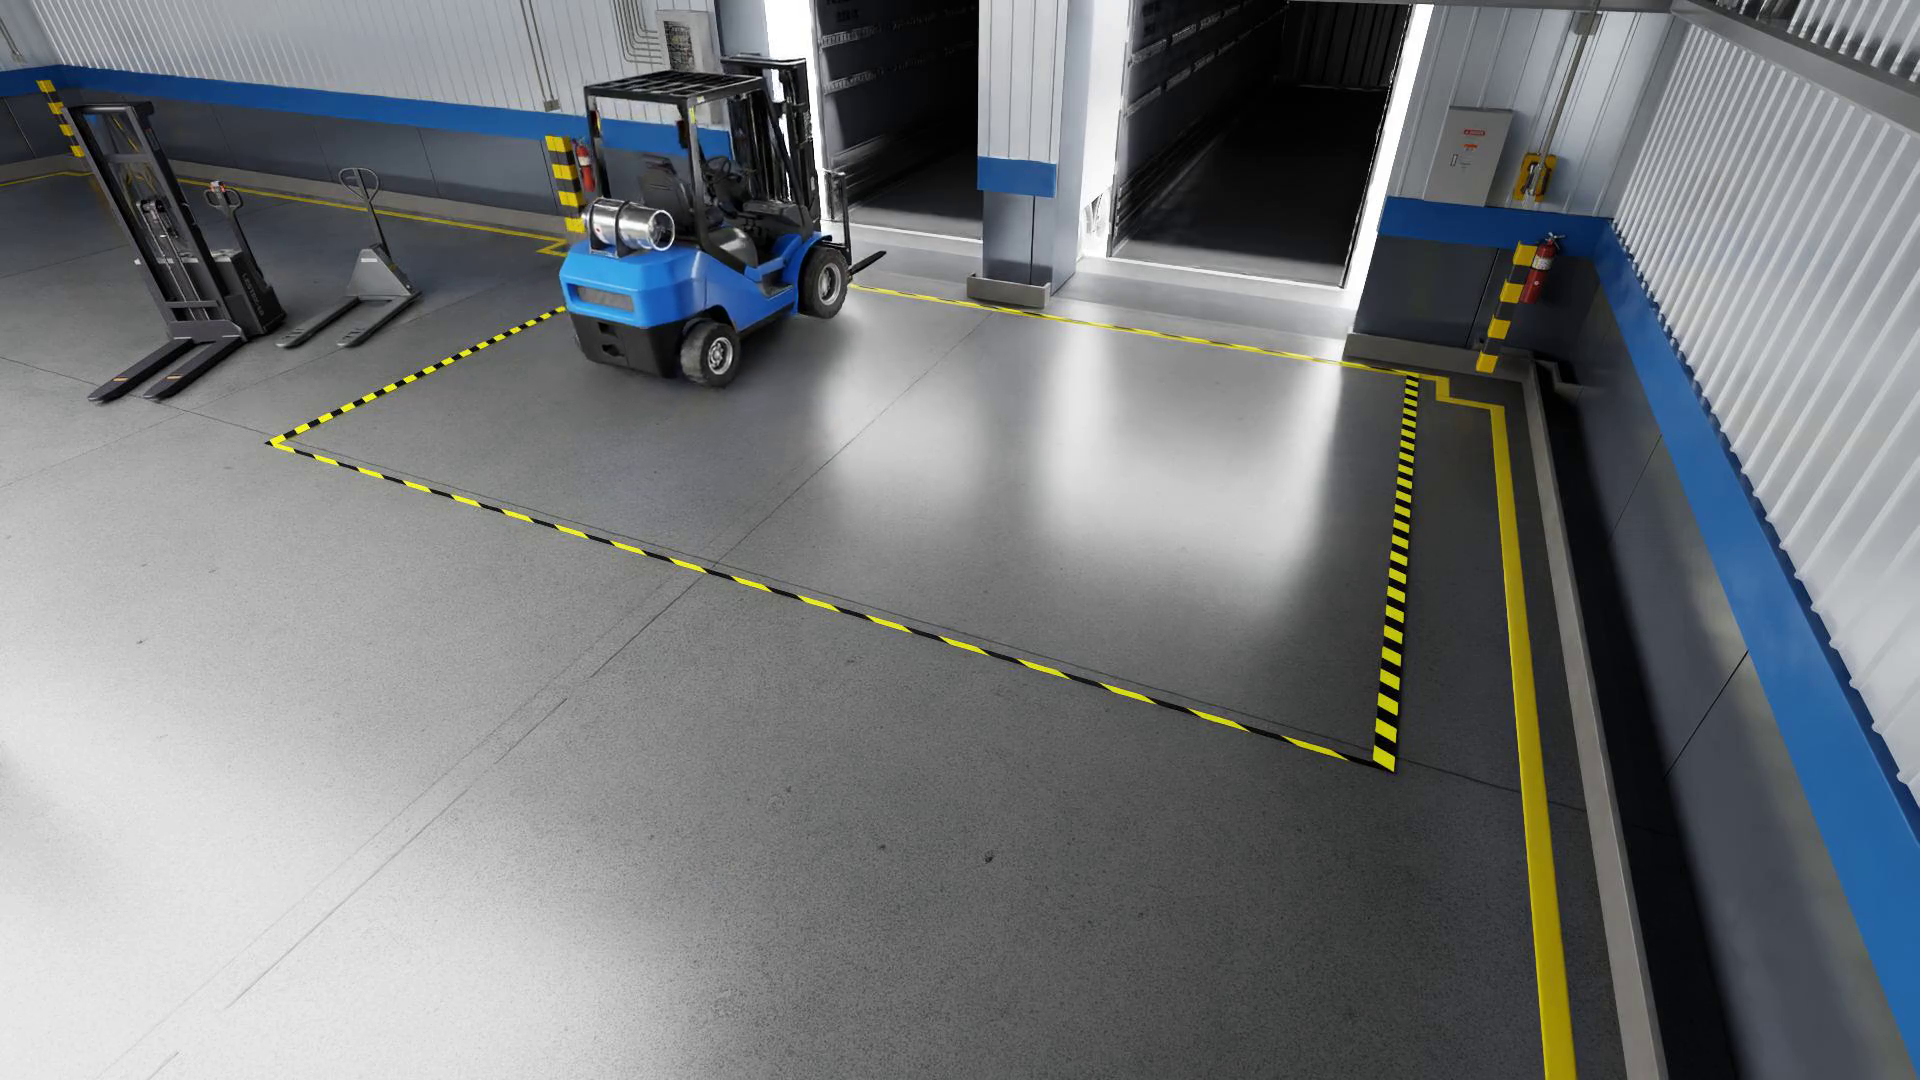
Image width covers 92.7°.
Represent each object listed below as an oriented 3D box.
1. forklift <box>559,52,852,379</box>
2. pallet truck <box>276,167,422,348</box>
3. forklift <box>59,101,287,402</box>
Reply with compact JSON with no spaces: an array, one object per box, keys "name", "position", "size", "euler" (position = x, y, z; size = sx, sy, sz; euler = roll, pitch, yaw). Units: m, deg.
[{"name":"forklift","position":[-2.147,-2.832,7.756],"size":[1.157,2.036,2.680],"euler":[16,38,21]},{"name":"pallet truck","position":[-5.732,-2.611,8.414],"size":[0.680,1.201,1.601],"euler":[-1,35,-1]},{"name":"forklift","position":[-6.686,-2.387,7.434],"size":[0.823,1.965,1.885],"euler":[-3,35,-5]}]
